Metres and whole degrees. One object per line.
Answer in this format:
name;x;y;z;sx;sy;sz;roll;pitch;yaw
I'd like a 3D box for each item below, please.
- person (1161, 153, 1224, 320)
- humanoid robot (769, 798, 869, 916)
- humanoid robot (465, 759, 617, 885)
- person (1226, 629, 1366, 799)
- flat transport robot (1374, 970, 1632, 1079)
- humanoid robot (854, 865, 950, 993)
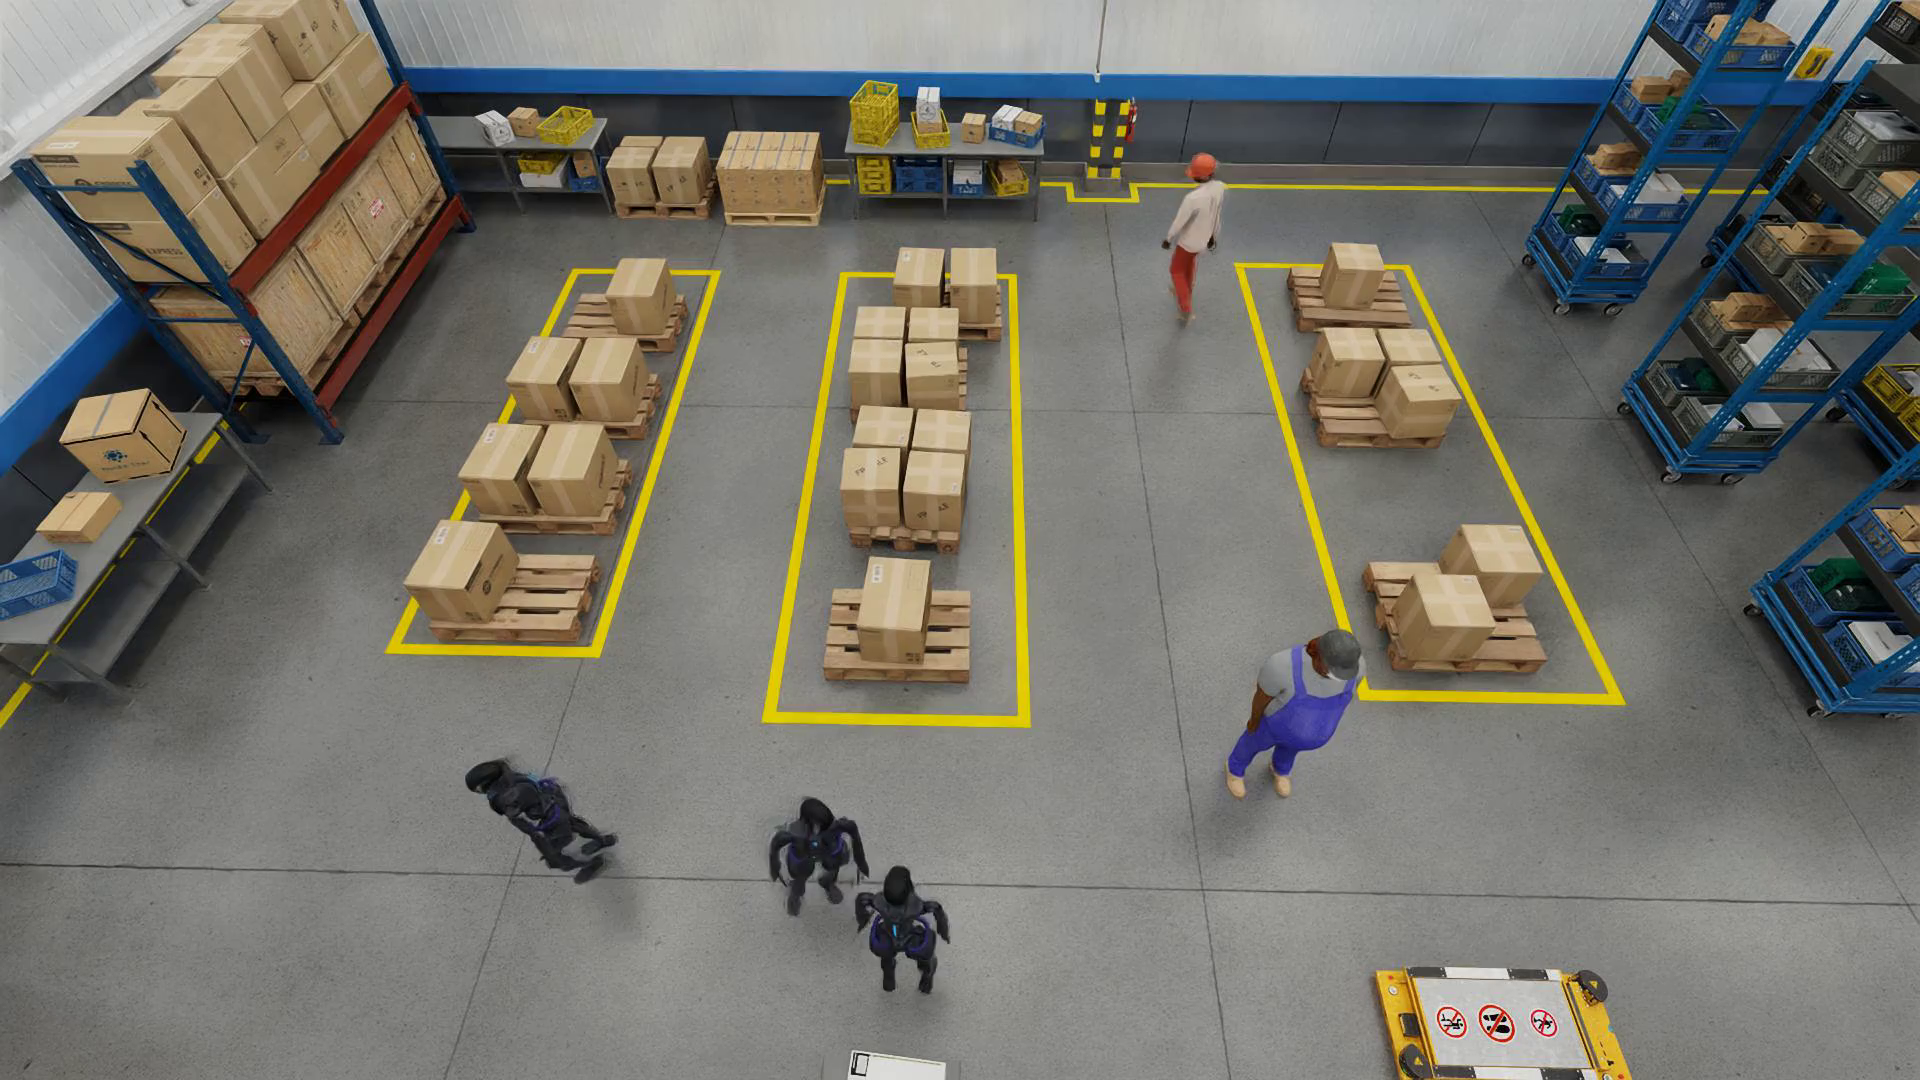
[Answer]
person;2.601;-3.320;10.112;0.627;1.943;0.657;-34;59;-25
humanoid robot;-0.924;2.064;5.906;0.642;1.634;0.429;-12;52;-10
humanoid robot;-2.739;1.824;6.102;0.489;1.625;0.598;-20;54;-16
person;2.328;1.235;6.337;0.681;2.000;0.535;-2;51;-2
flat transport robot;3.501;3.133;5.914;1.431;0.197;0.652;1;51;1
humanoid robot;-0.355;2.402;5.617;0.597;1.650;0.326;5;51;4
